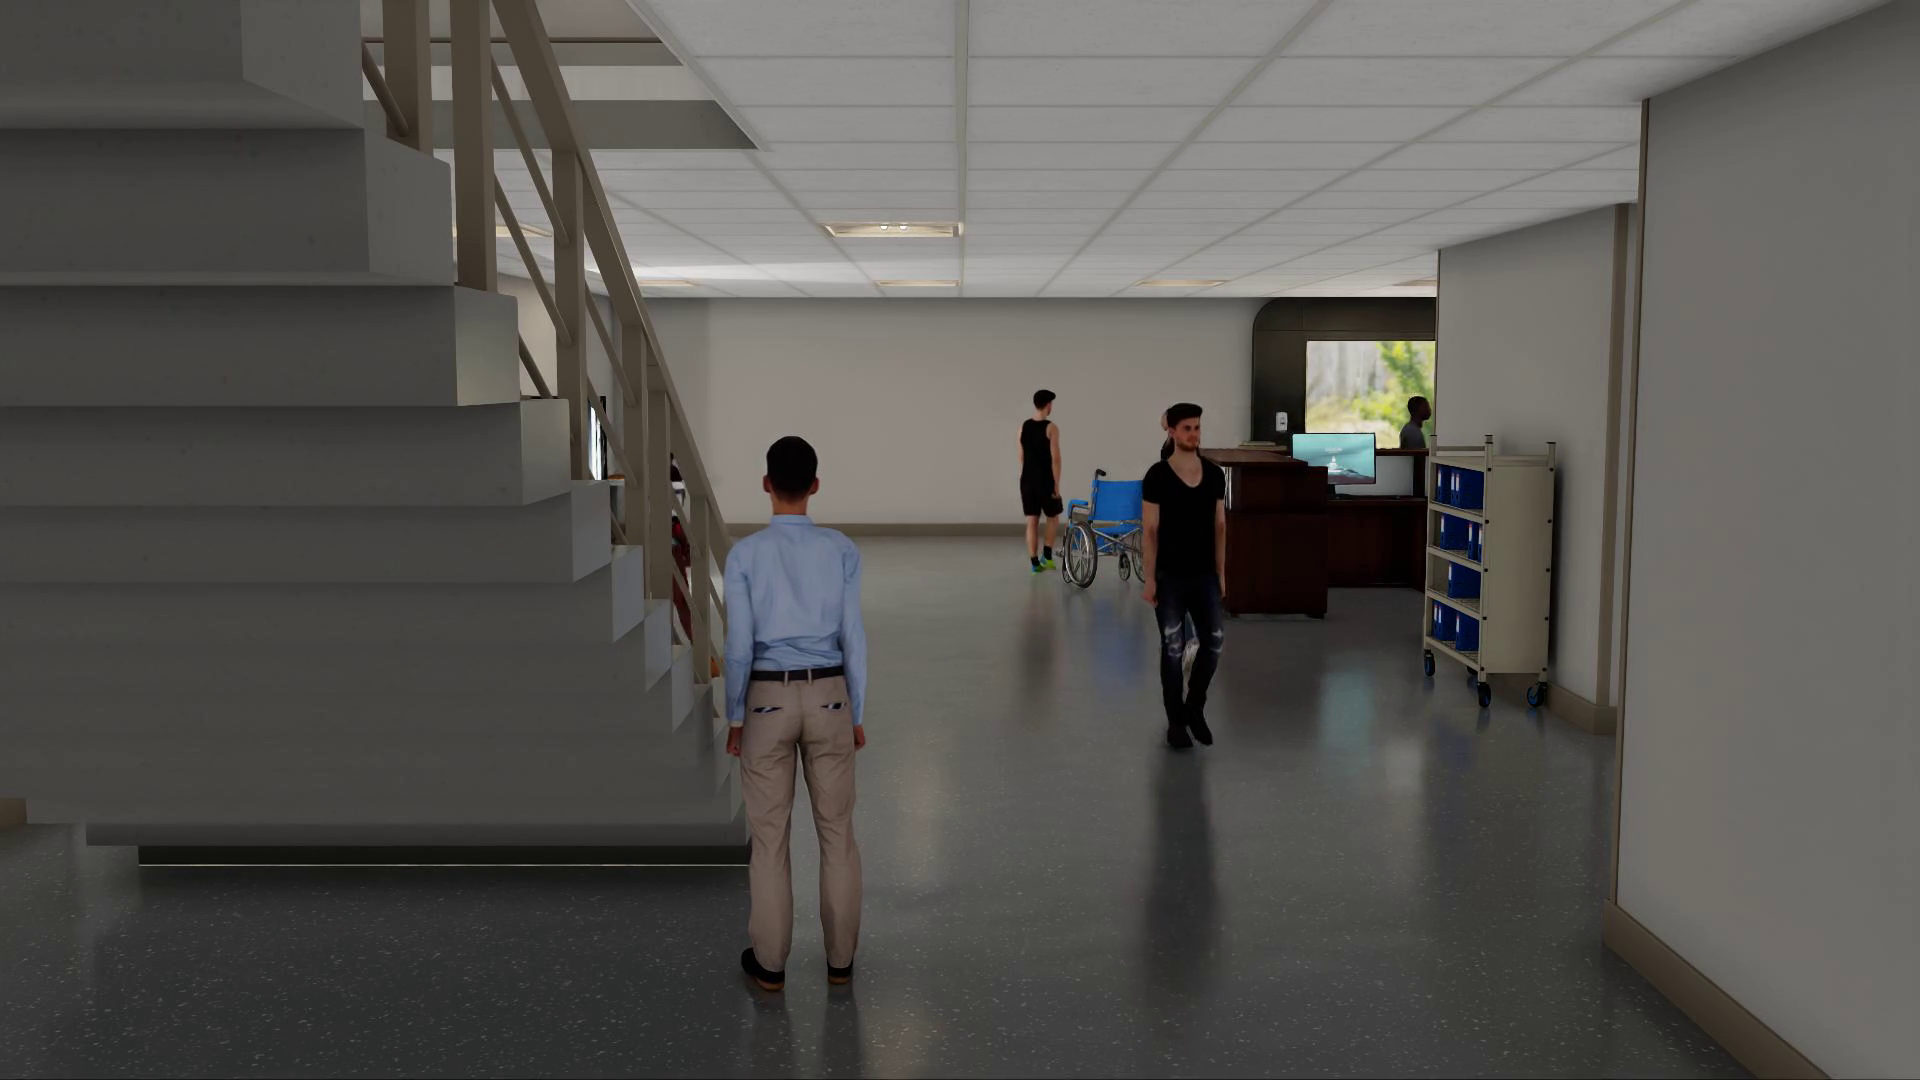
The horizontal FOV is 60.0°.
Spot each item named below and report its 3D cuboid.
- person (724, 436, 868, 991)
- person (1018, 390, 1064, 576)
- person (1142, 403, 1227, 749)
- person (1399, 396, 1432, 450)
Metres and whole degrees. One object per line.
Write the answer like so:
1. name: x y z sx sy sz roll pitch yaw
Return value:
1. person: -0.549 0.575 5.565 0.706 1.848 0.688 -2 6 -15
2. person: 0.759 -0.570 16.813 0.783 1.873 0.809 3 6 27
3. person: 1.200 0.194 9.169 0.731 1.884 0.682 -1 6 -12
4. person: 4.317 -0.488 16.318 0.781 1.810 0.934 0 6 4
